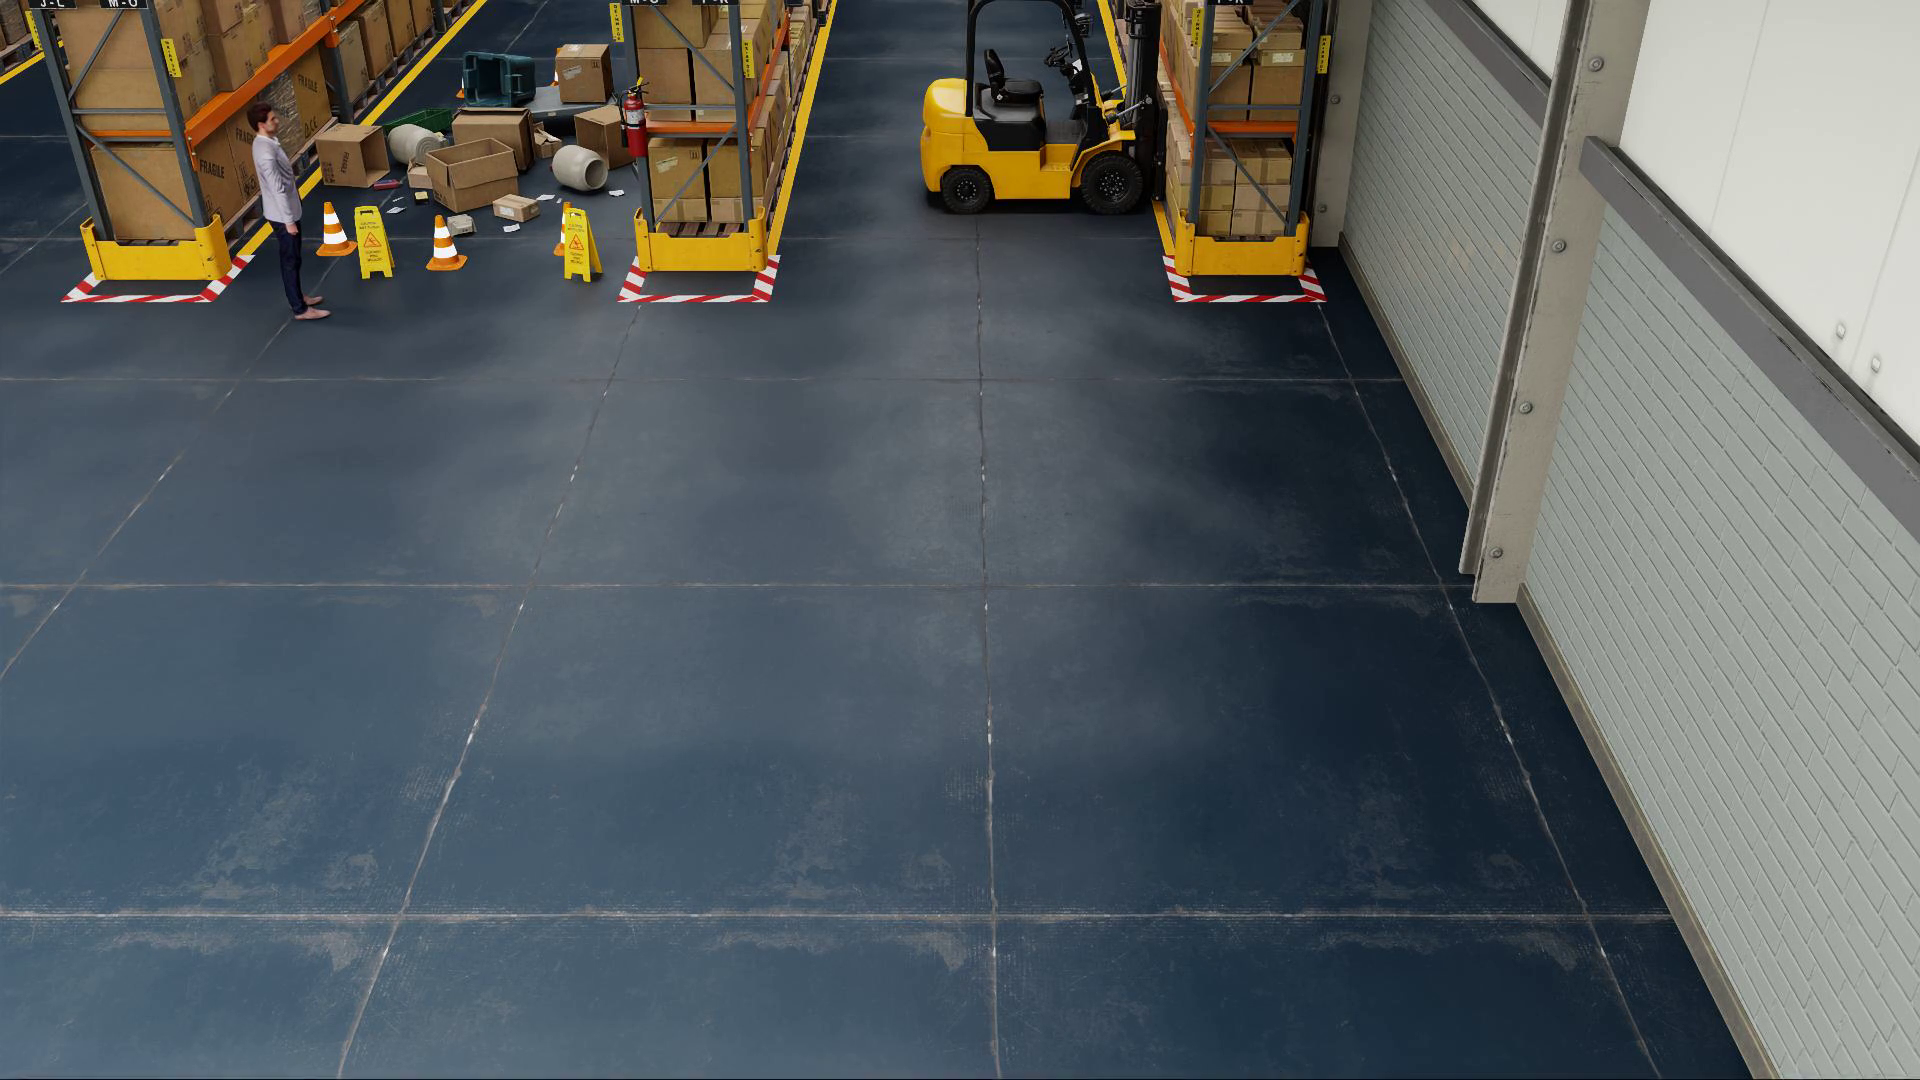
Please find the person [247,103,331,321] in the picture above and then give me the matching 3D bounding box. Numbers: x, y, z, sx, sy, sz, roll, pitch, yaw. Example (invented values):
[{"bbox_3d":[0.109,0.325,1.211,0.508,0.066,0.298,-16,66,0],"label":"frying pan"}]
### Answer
[{"bbox_3d":[-5.751,-2.793,14.096,0.821,1.852,0.681,-15,35,-22],"label":"person"}]
